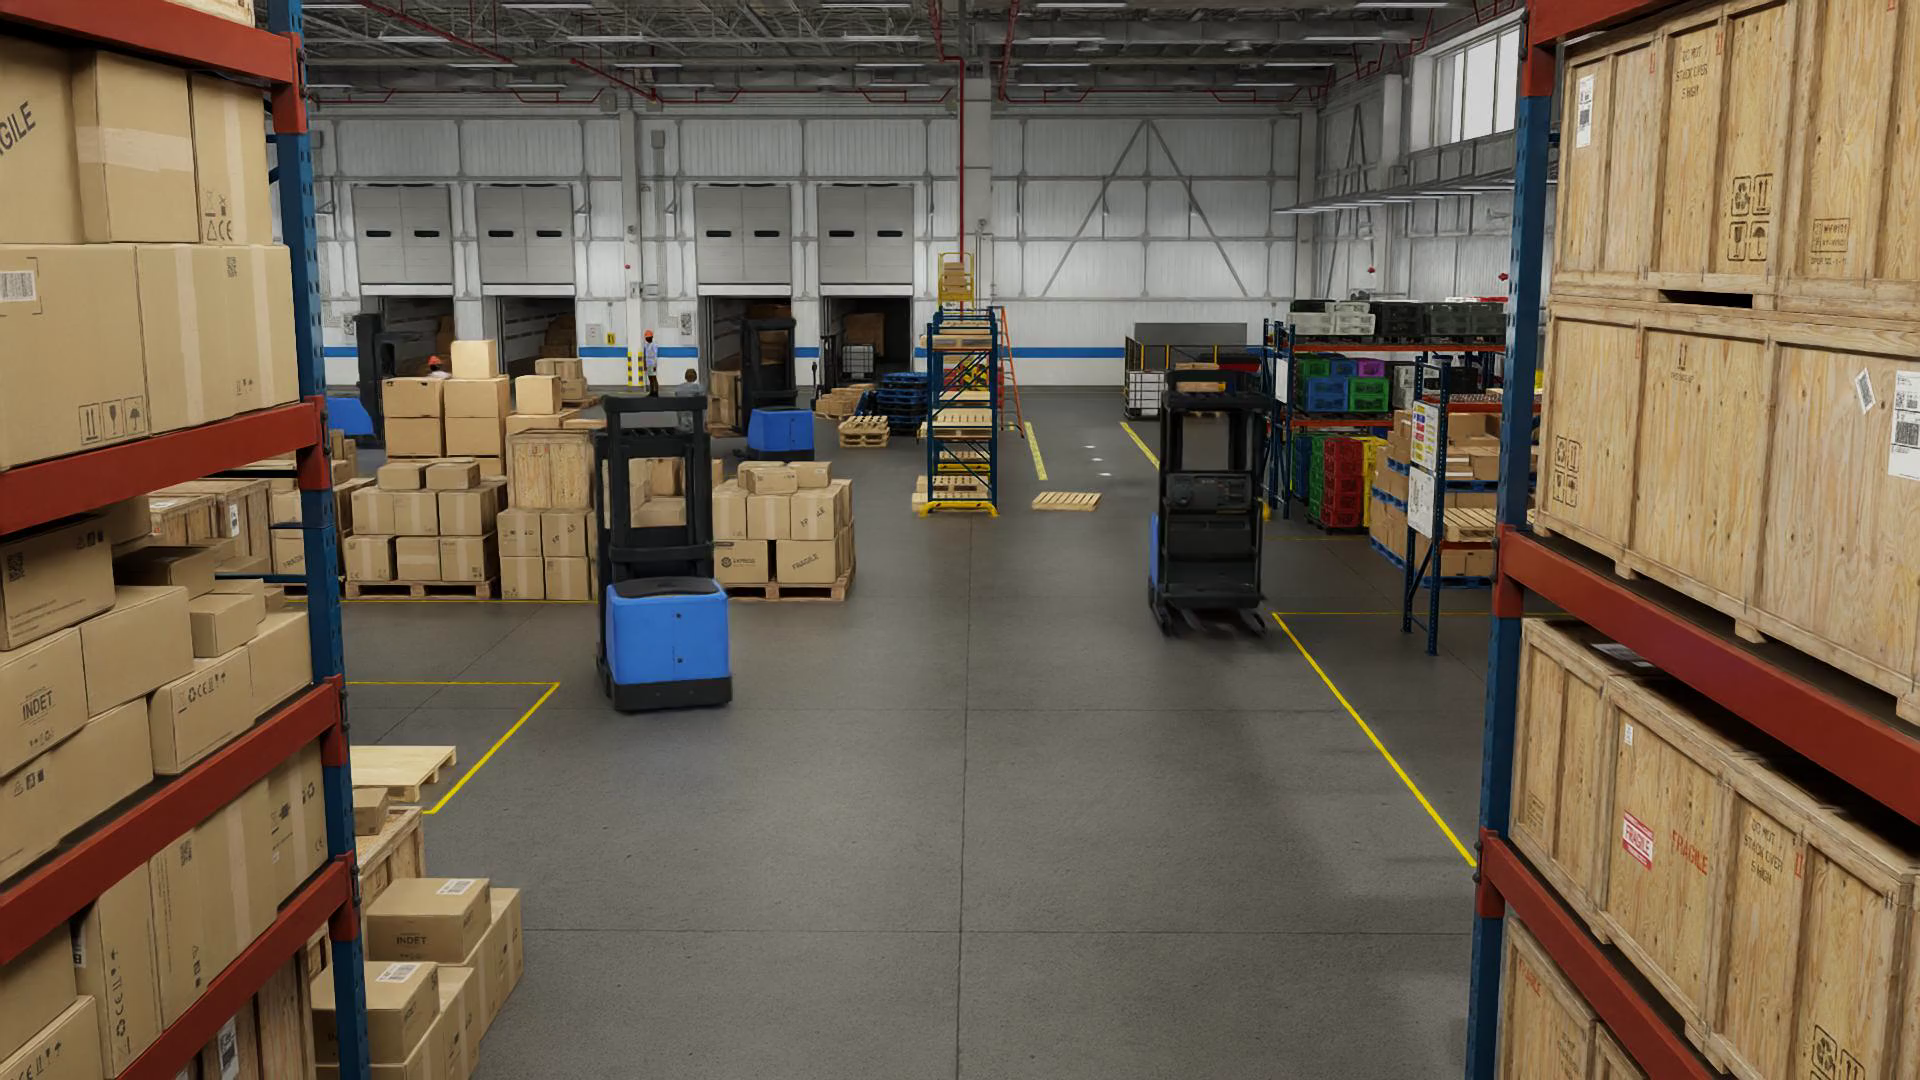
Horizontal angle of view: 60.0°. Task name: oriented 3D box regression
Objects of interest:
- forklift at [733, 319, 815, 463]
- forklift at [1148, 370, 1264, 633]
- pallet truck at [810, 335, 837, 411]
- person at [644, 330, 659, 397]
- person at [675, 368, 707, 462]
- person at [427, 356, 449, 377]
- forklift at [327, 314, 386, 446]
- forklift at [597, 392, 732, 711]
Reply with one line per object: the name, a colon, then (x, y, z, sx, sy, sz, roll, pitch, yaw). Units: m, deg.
forklift: (-3.673, -2.954, 32.743, 1.129, 2.768, 1.873, -5, 11, -25)
forklift: (2.742, -0.514, 18.668, 1.129, 2.768, 1.873, 0, 10, 1)
pallet truck: (-3.021, -4.312, 43.126, 1.885, 1.965, 0.823, 3, 10, 17)
person: (-8.781, -4.984, 47.203, 0.389, 1.930, 0.544, -8, 12, -37)
person: (-5.135, -2.319, 31.817, 0.628, 1.931, 0.357, 2, 10, 13)
person: (-11.201, -3.002, 35.791, 0.559, 1.920, 0.559, 7, 12, 34)
forklift: (-12.501, -3.396, 35.293, 1.873, 2.768, 1.129, -1, 10, -4)
forklift: (-2.812, 0.024, 15.561, 1.129, 2.768, 1.873, -3, 10, -16)
